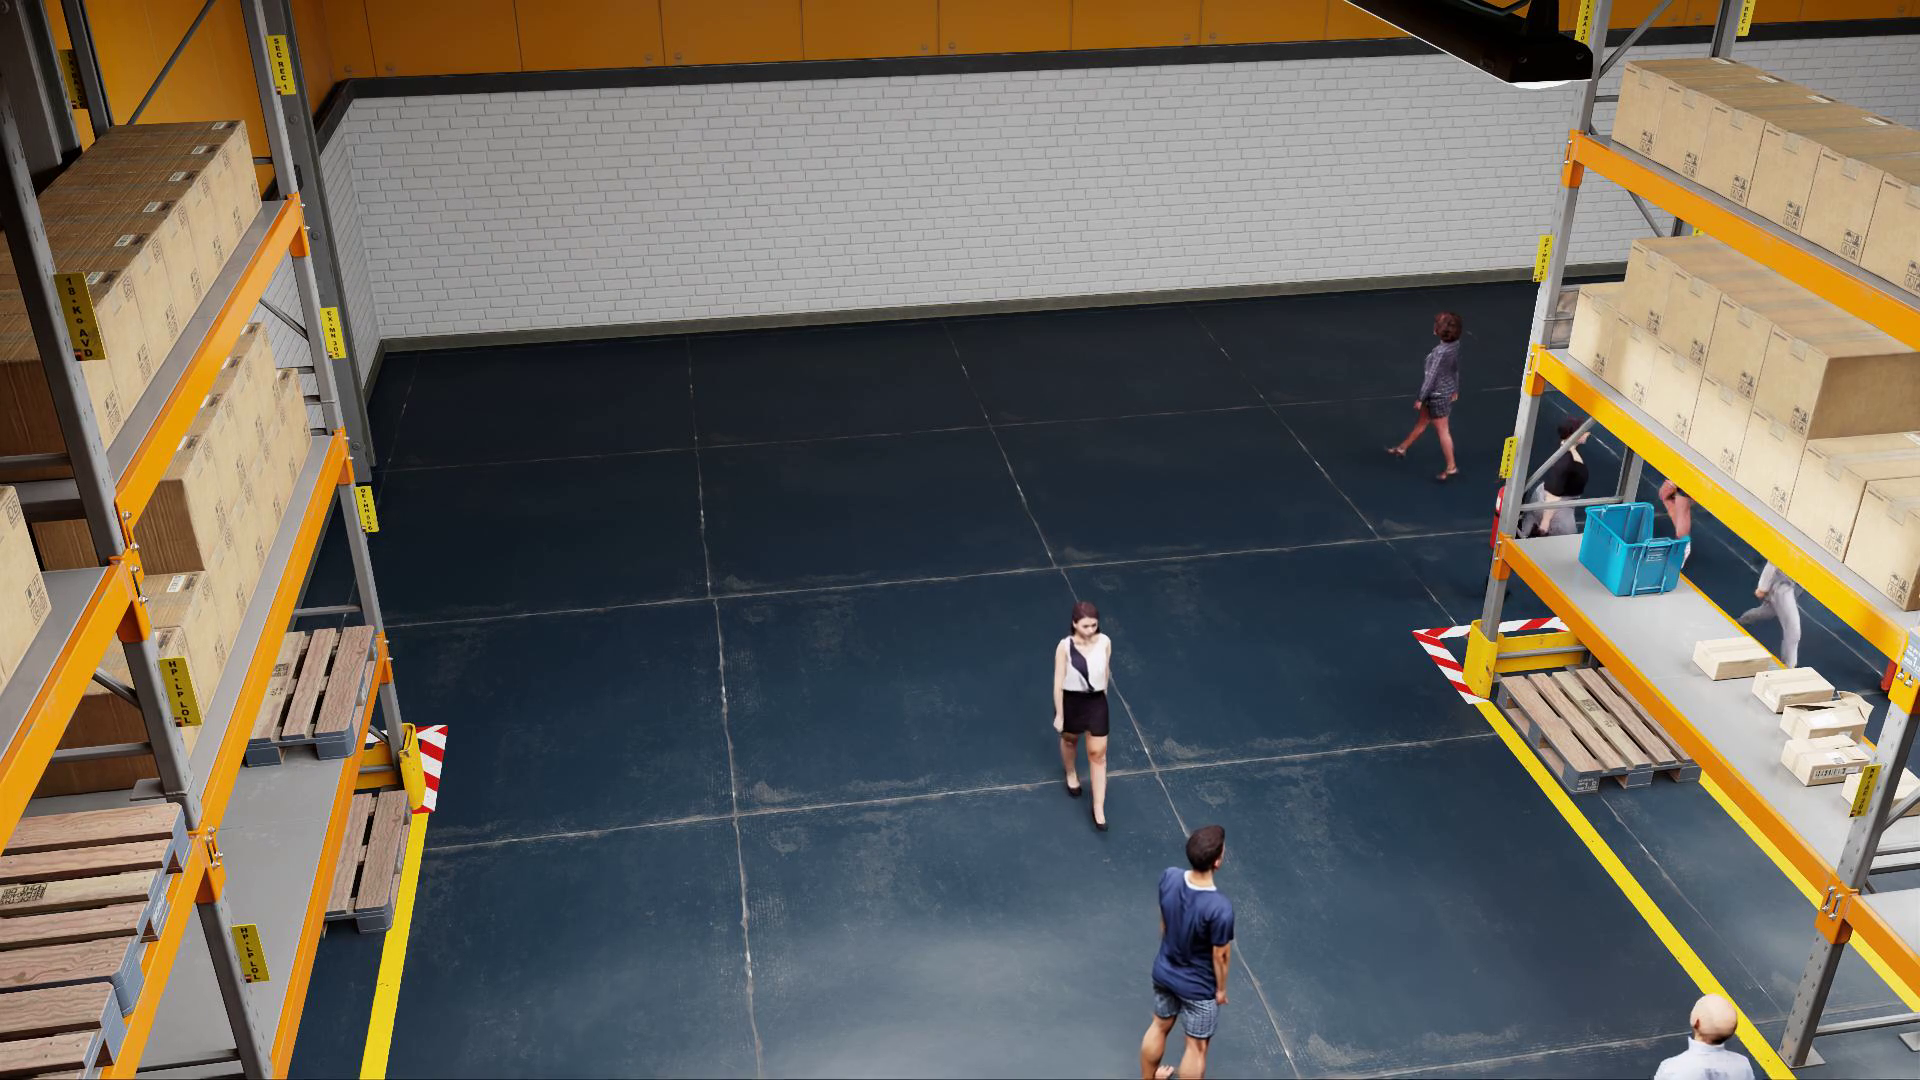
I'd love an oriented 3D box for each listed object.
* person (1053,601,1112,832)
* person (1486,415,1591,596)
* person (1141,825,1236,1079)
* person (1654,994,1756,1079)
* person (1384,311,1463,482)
[{"bbox_3d":[0.794,1.095,11.266,0.608,1.622,0.936,-7,29,-12],"label":"person"},{"bbox_3d":[4.726,-0.213,13.578,1.048,1.703,1.177,6,29,12],"label":"person"},{"bbox_3d":[1.197,2.305,8.822,0.764,1.839,0.677,-25,37,-38],"label":"person"},{"bbox_3d":[3.381,2.904,7.789,0.635,1.776,0.855,-5,29,-9],"label":"person"},{"bbox_3d":[4.578,-1.305,15.629,1.123,1.656,1.054,19,34,31],"label":"person"}]
